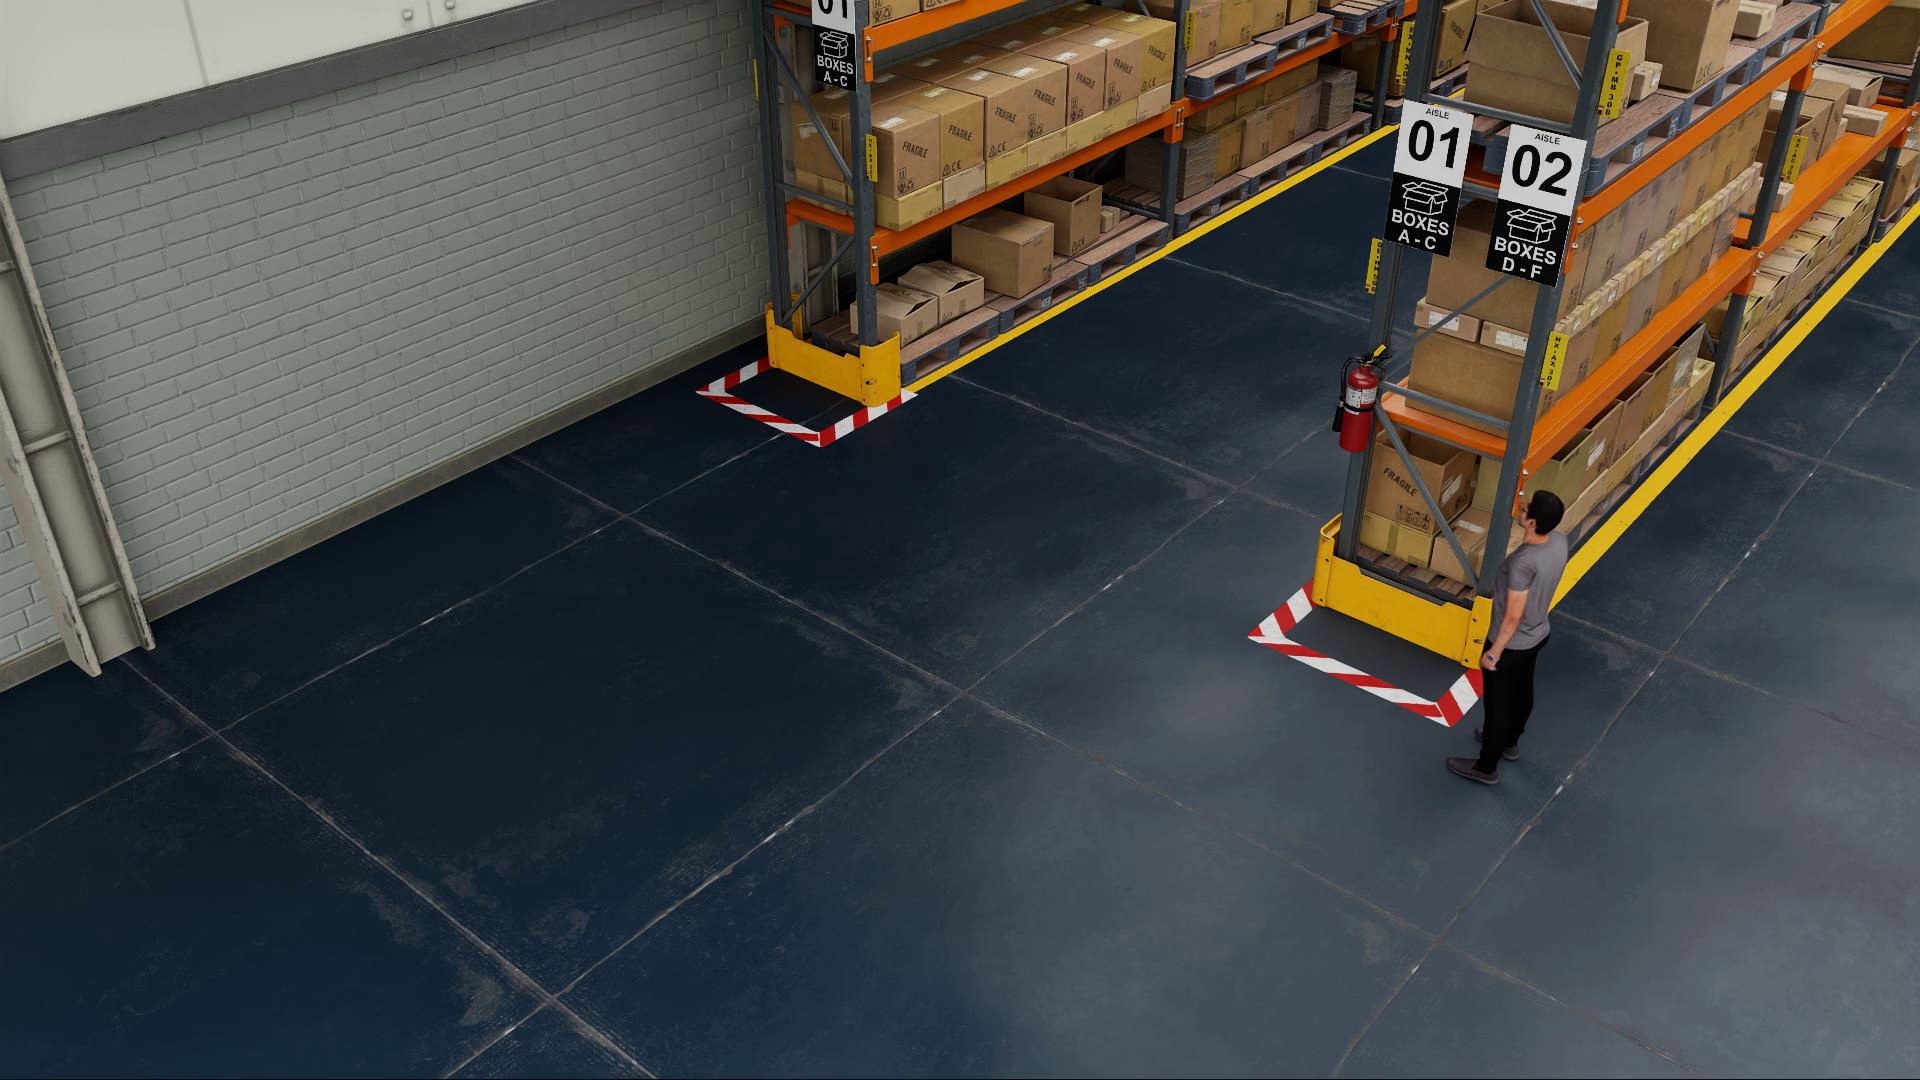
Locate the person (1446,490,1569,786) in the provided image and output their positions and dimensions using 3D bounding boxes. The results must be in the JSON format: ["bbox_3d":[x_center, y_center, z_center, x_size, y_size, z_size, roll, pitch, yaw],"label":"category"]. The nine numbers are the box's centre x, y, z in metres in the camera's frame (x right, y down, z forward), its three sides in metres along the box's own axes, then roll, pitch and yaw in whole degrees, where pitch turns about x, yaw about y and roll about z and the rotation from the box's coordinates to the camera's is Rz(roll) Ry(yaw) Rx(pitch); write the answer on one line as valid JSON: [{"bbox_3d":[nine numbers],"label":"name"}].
[{"bbox_3d":[2.907,0.495,8.673,0.682,1.754,0.487,27,42,35],"label":"person"}]
